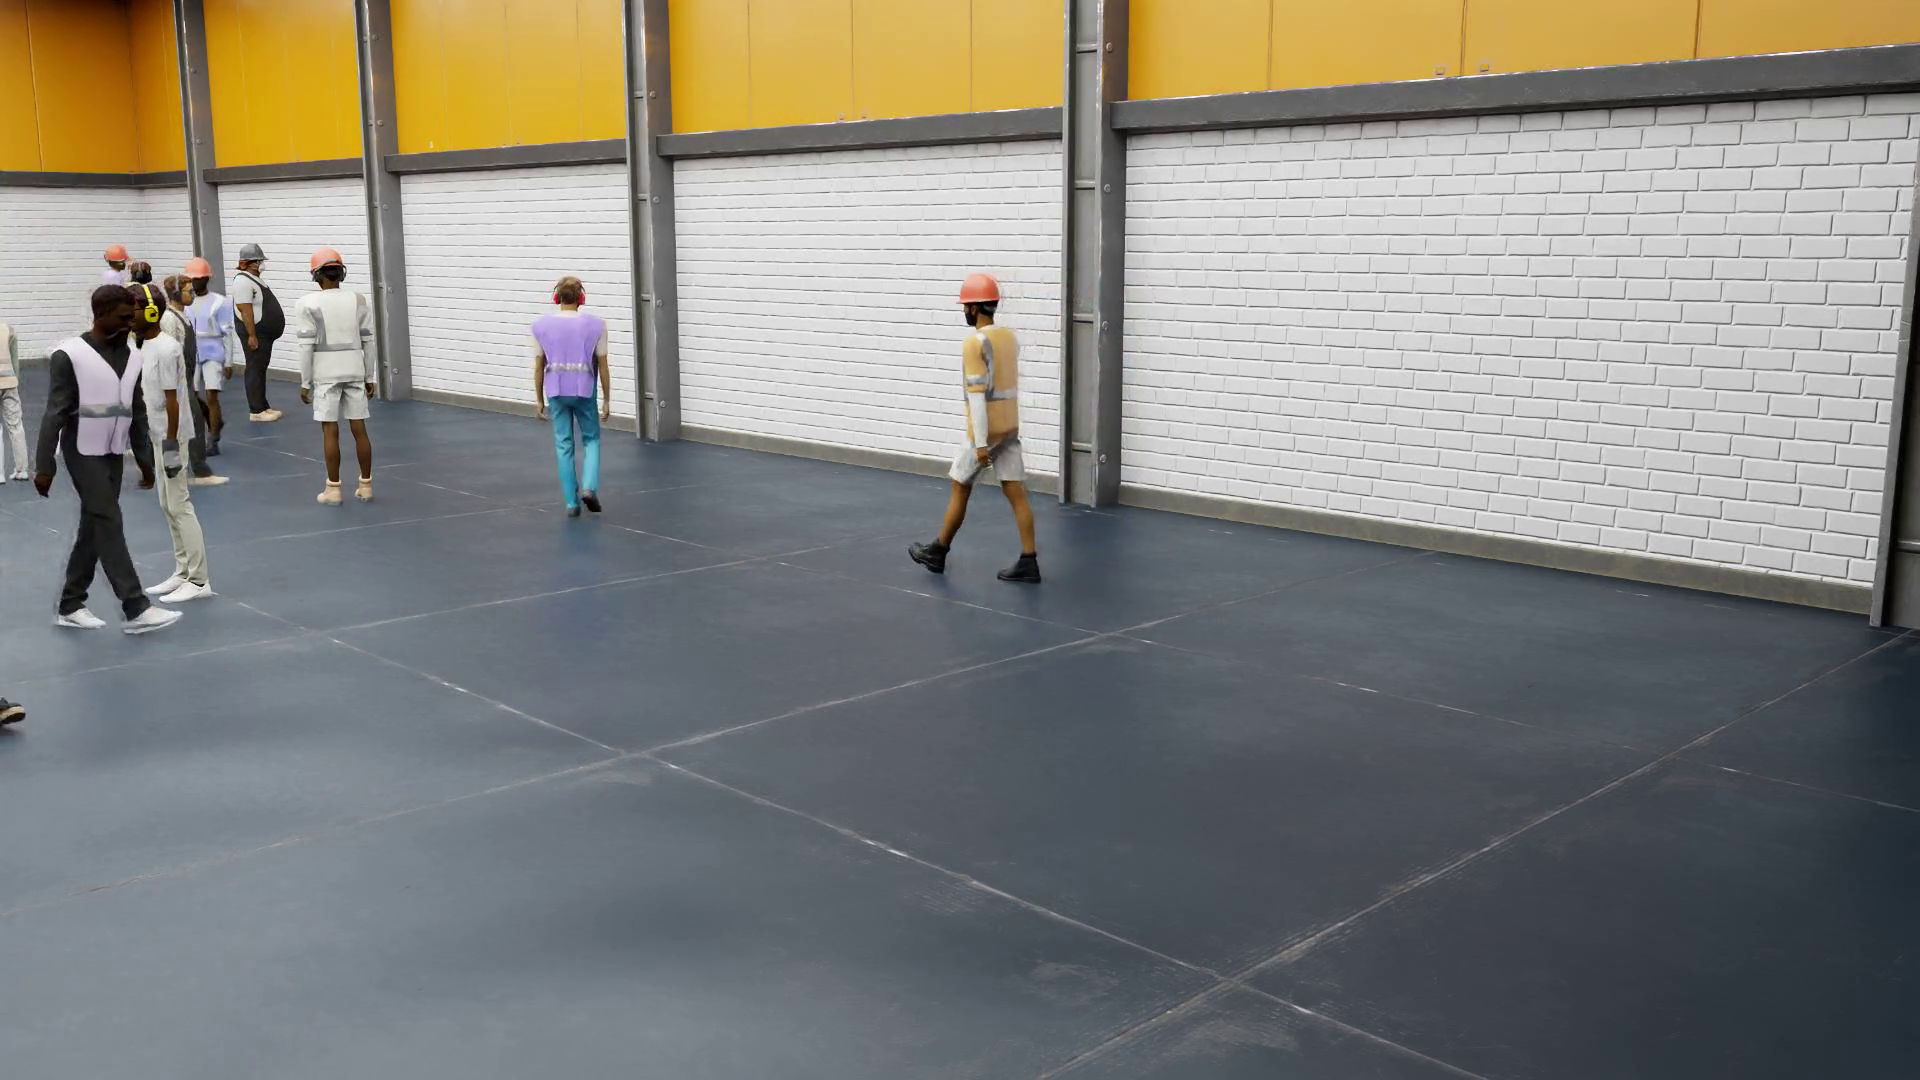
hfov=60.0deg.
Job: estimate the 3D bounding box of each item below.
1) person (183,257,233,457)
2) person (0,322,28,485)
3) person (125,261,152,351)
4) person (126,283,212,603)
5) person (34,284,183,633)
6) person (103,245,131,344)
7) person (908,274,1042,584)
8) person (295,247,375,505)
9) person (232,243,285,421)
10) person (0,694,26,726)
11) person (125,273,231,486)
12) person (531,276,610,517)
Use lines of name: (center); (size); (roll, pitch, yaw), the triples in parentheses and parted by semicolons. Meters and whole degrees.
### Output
person: (-7.333, -1.783, 16.187); (0.572, 1.921, 0.574); (0, 10, 0)
person: (-8.293, -1.292, 14.280); (0.314, 1.641, 0.515); (4, 11, 23)
person: (-10.368, -2.649, 21.257); (0.833, 1.805, 0.627); (-7, 12, -33)
person: (-4.657, -0.563, 9.734); (0.329, 1.859, 0.507); (-8, 13, -37)
person: (-4.563, -0.429, 8.951); (0.897, 1.865, 0.676); (2, 11, 11)
person: (-11.546, -3.013, 22.782); (0.404, 2.012, 0.787); (-6, 12, -30)
person: (0.129, -0.691, 10.314); (0.966, 1.888, 0.562); (8, 13, 38)
person: (-4.953, -1.293, 13.211); (0.606, 2.037, 0.382); (-9, 14, -41)
person: (-8.100, -2.407, 19.268); (0.538, 2.000, 0.683); (-2, 11, -13)
person: (-4.559, -0.117, 7.173); (1.047, 1.911, 0.615); (5, 12, 25)
person: (-6.694, -1.344, 14.095); (0.762, 1.821, 0.512); (-3, 11, -15)
person: (-2.934, -1.075, 12.594); (0.562, 1.830, 0.443); (-2, 11, -10)
